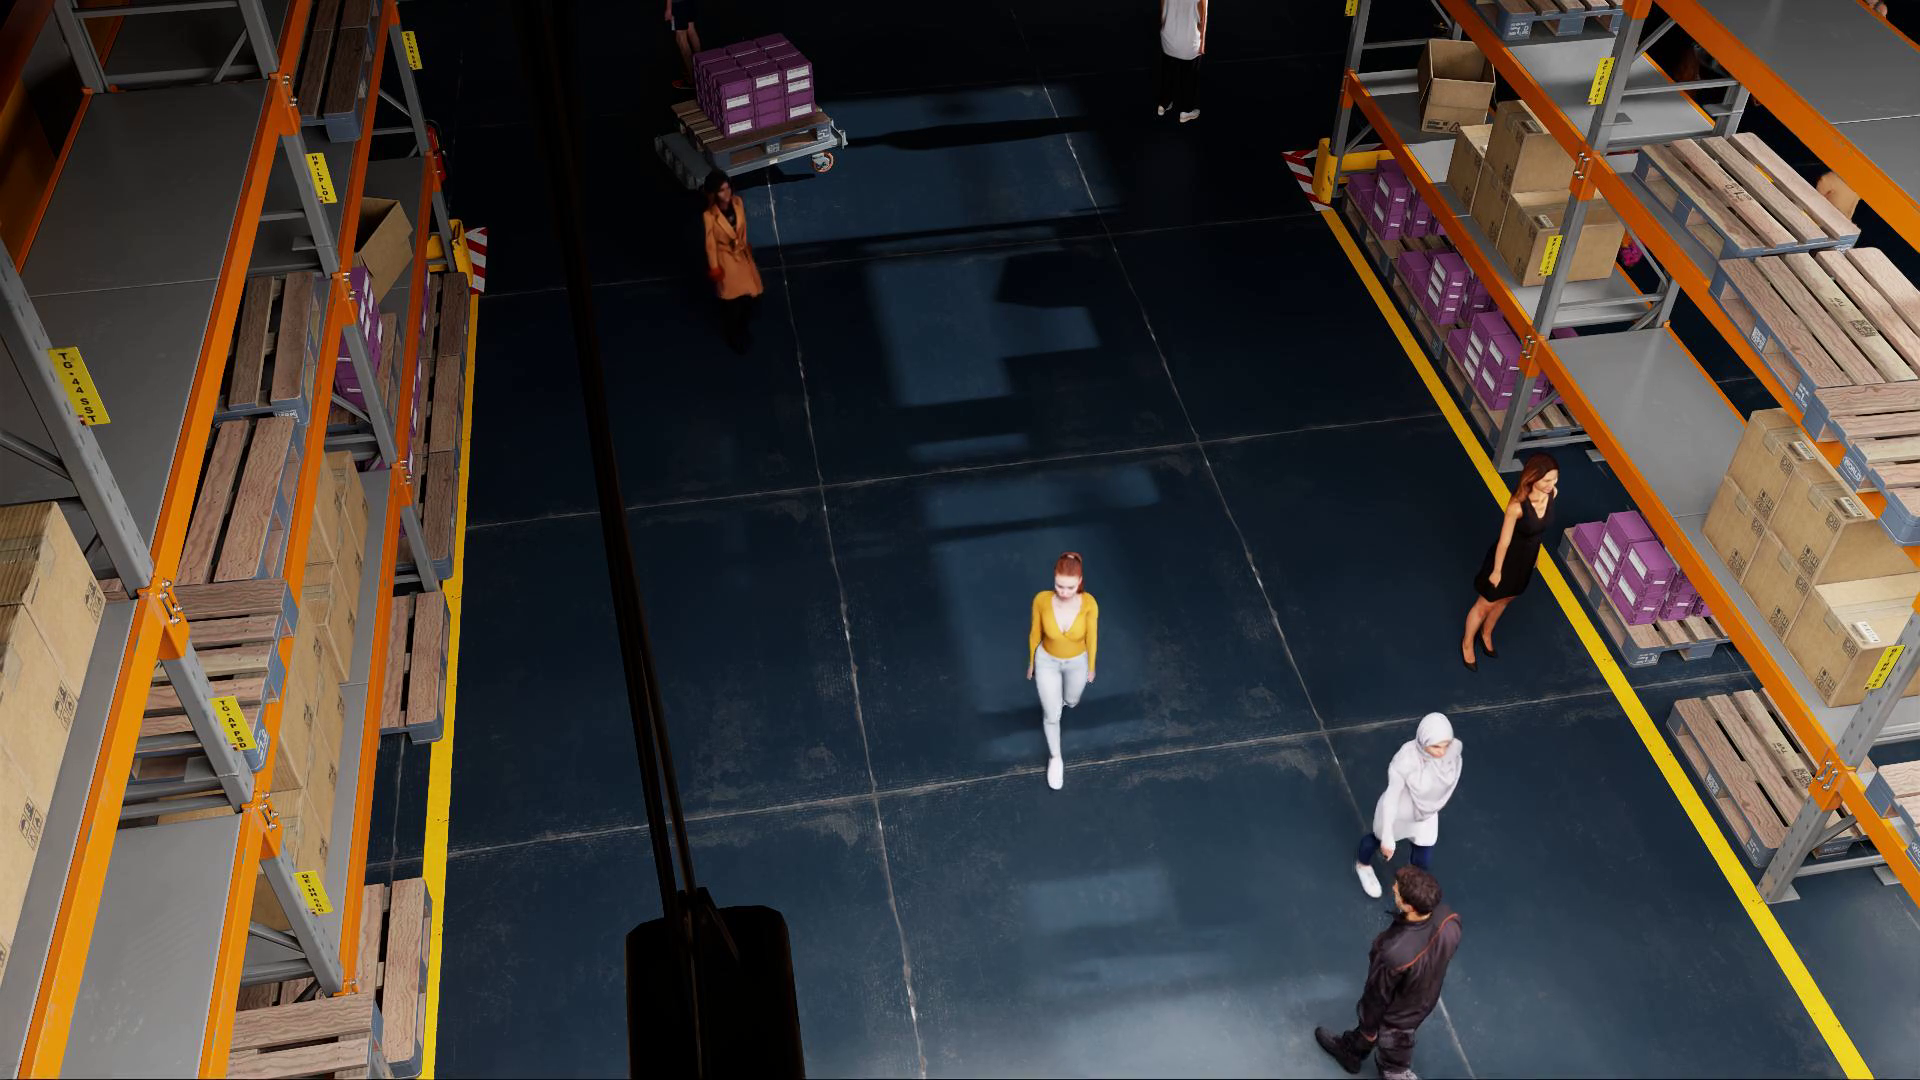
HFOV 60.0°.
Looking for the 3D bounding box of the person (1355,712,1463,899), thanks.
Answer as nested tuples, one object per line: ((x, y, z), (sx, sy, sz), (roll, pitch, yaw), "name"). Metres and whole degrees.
((2.510, 1.490, 9.508), (0.733, 1.744, 1.002), (-13, 45, -13), "person")

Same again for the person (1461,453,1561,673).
((3.600, 0.150, 10.849), (0.654, 1.834, 0.648), (-24, 49, -23), "person")

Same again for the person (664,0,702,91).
((-2.817, -5.441, 16.706), (0.790, 1.851, 0.656), (12, 45, 13), "person")

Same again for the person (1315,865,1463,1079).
((2.314, 2.394, 8.445), (1.136, 1.901, 1.314), (-34, 53, -31), "person")

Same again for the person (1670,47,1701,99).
((6.513, -3.825, 15.285), (0.677, 1.470, 0.726), (-15, 46, -15), "person")

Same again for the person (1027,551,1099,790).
((0.635, 0.714, 10.330), (0.746, 1.733, 1.100), (3, 44, 3), "person")

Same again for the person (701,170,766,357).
((-1.915, -2.234, 13.441), (0.829, 1.710, 0.867), (-30, 51, -28), "person")

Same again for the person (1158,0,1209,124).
((2.188, -4.939, 16.297), (0.752, 1.688, 0.820), (28, 50, 26), "person")

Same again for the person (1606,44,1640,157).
((5.795, -3.780, 15.110), (0.938, 1.647, 1.150), (-32, 52, -29), "person")
